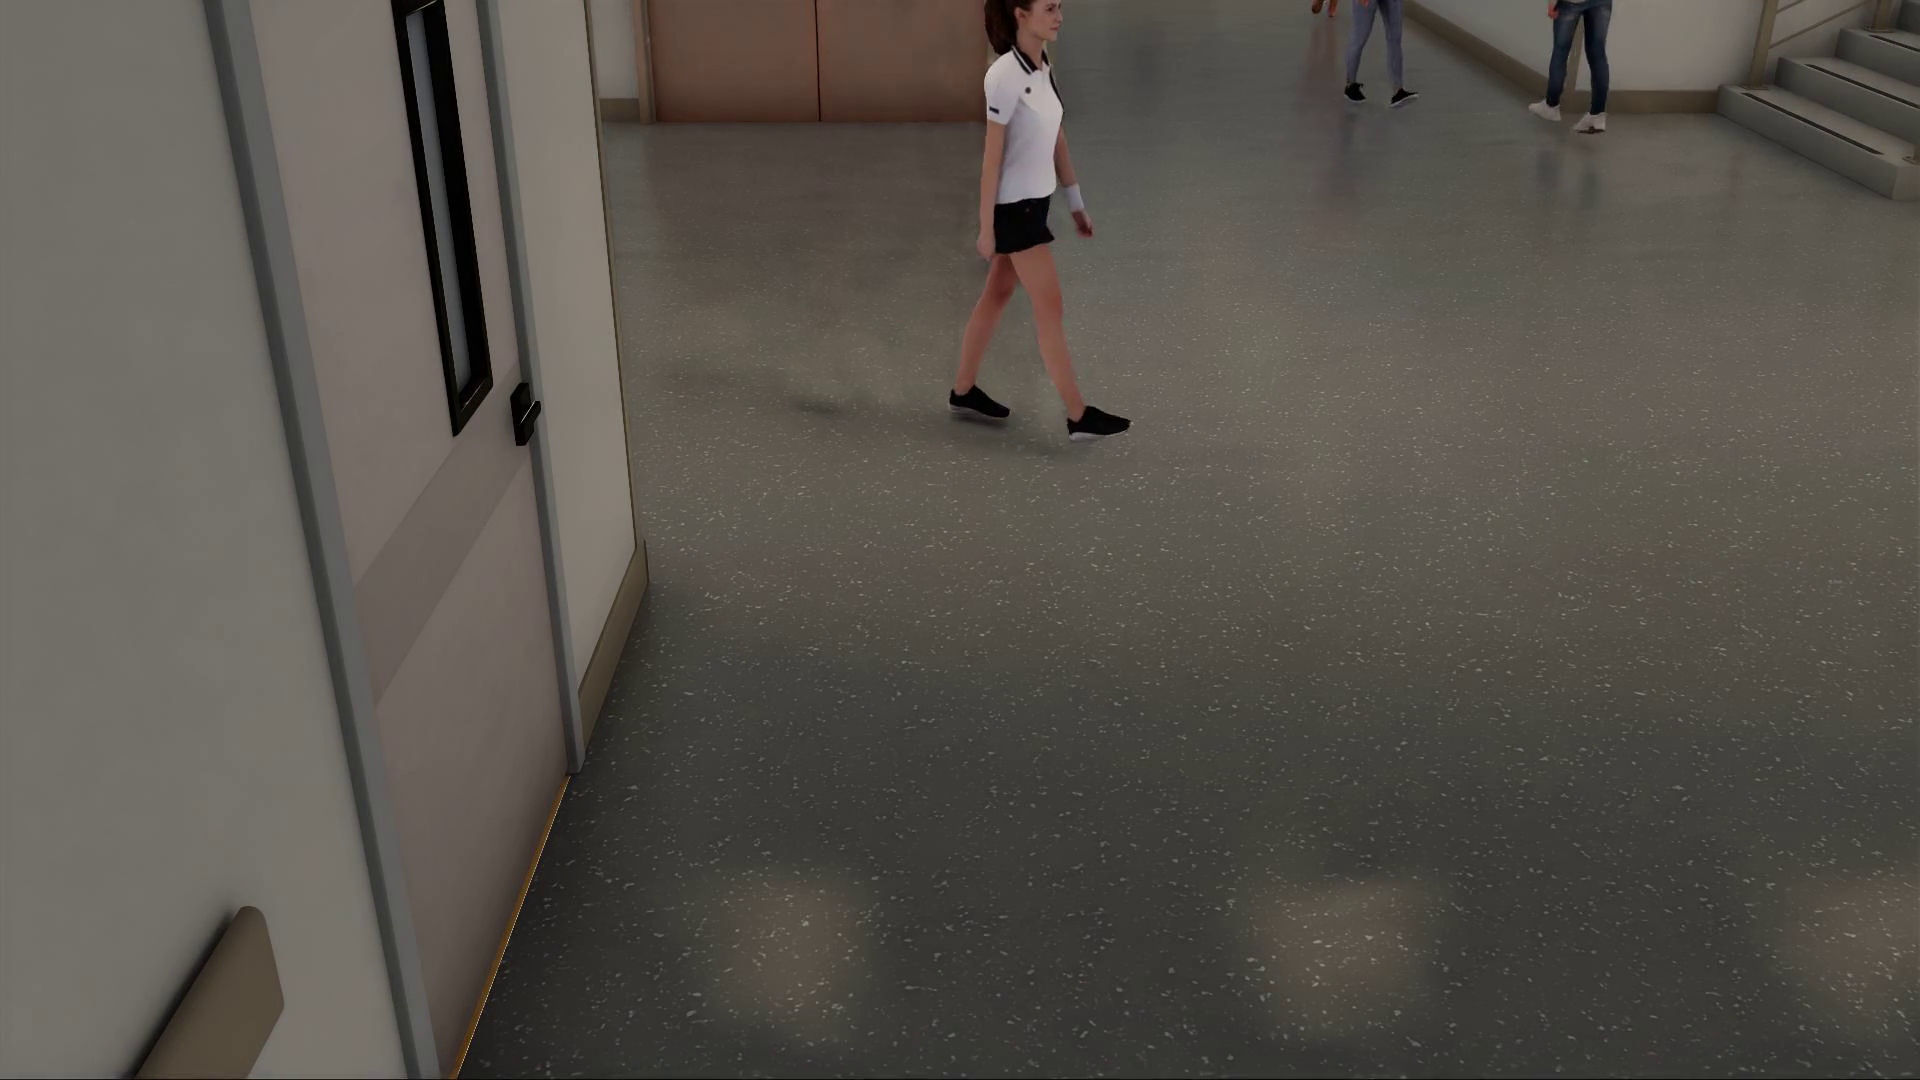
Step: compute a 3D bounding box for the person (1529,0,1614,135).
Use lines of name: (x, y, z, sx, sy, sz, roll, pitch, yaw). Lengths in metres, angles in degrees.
person: (4.226, -3.592, 11.107, 1.204, 1.788, 0.823, -3, 26, -7)

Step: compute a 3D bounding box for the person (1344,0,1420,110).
person: (2.986, -4.011, 12.093, 1.048, 1.688, 0.844, -8, 27, -16)

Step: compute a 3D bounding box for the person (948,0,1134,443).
person: (0.142, -1.223, 6.282, 1.122, 1.713, 0.851, 9, 27, 19)
